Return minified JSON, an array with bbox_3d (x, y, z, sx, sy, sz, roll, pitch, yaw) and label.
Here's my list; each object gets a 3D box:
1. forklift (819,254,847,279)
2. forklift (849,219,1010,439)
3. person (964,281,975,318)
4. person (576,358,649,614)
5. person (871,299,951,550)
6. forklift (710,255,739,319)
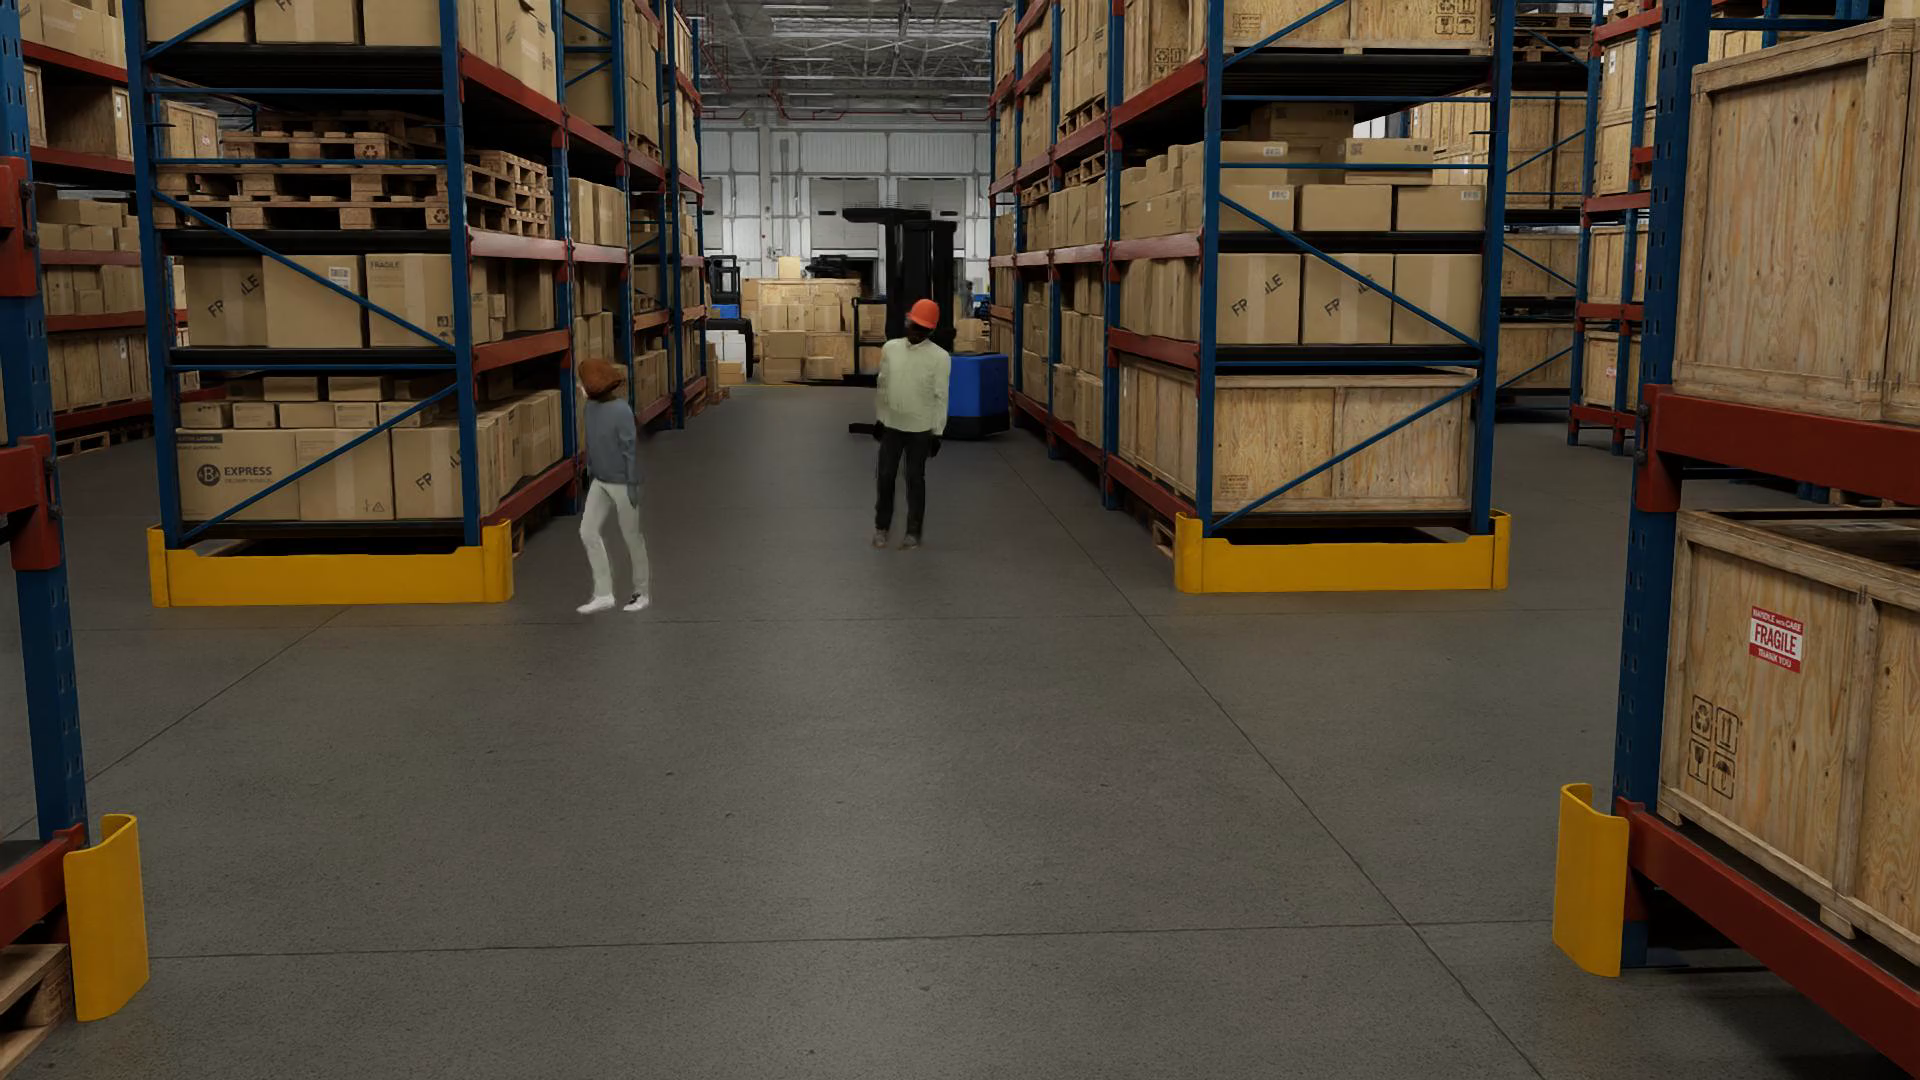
[{"bbox_3d":[-4.317,-8.378,56.937,1.129,2.768,1.873,4,10,24],"label":"forklift"},{"bbox_3d":[-0.379,-2.785,21.818,1.873,2.768,1.129,4,10,26],"label":"forklift"},{"bbox_3d":[0.322,-7.456,54.115,0.444,1.929,0.649,2,9,14],"label":"person"},{"bbox_3d":[-2.193,-0.328,10.369,0.607,1.595,0.590,8,12,41],"label":"person"},{"bbox_3d":[-0.389,-0.872,12.773,0.692,1.940,0.463,4,10,21],"label":"person"},{"bbox_3d":[-8.368,-8.713,59.038,1.129,2.768,1.873,-1,9,-4],"label":"forklift"}]
